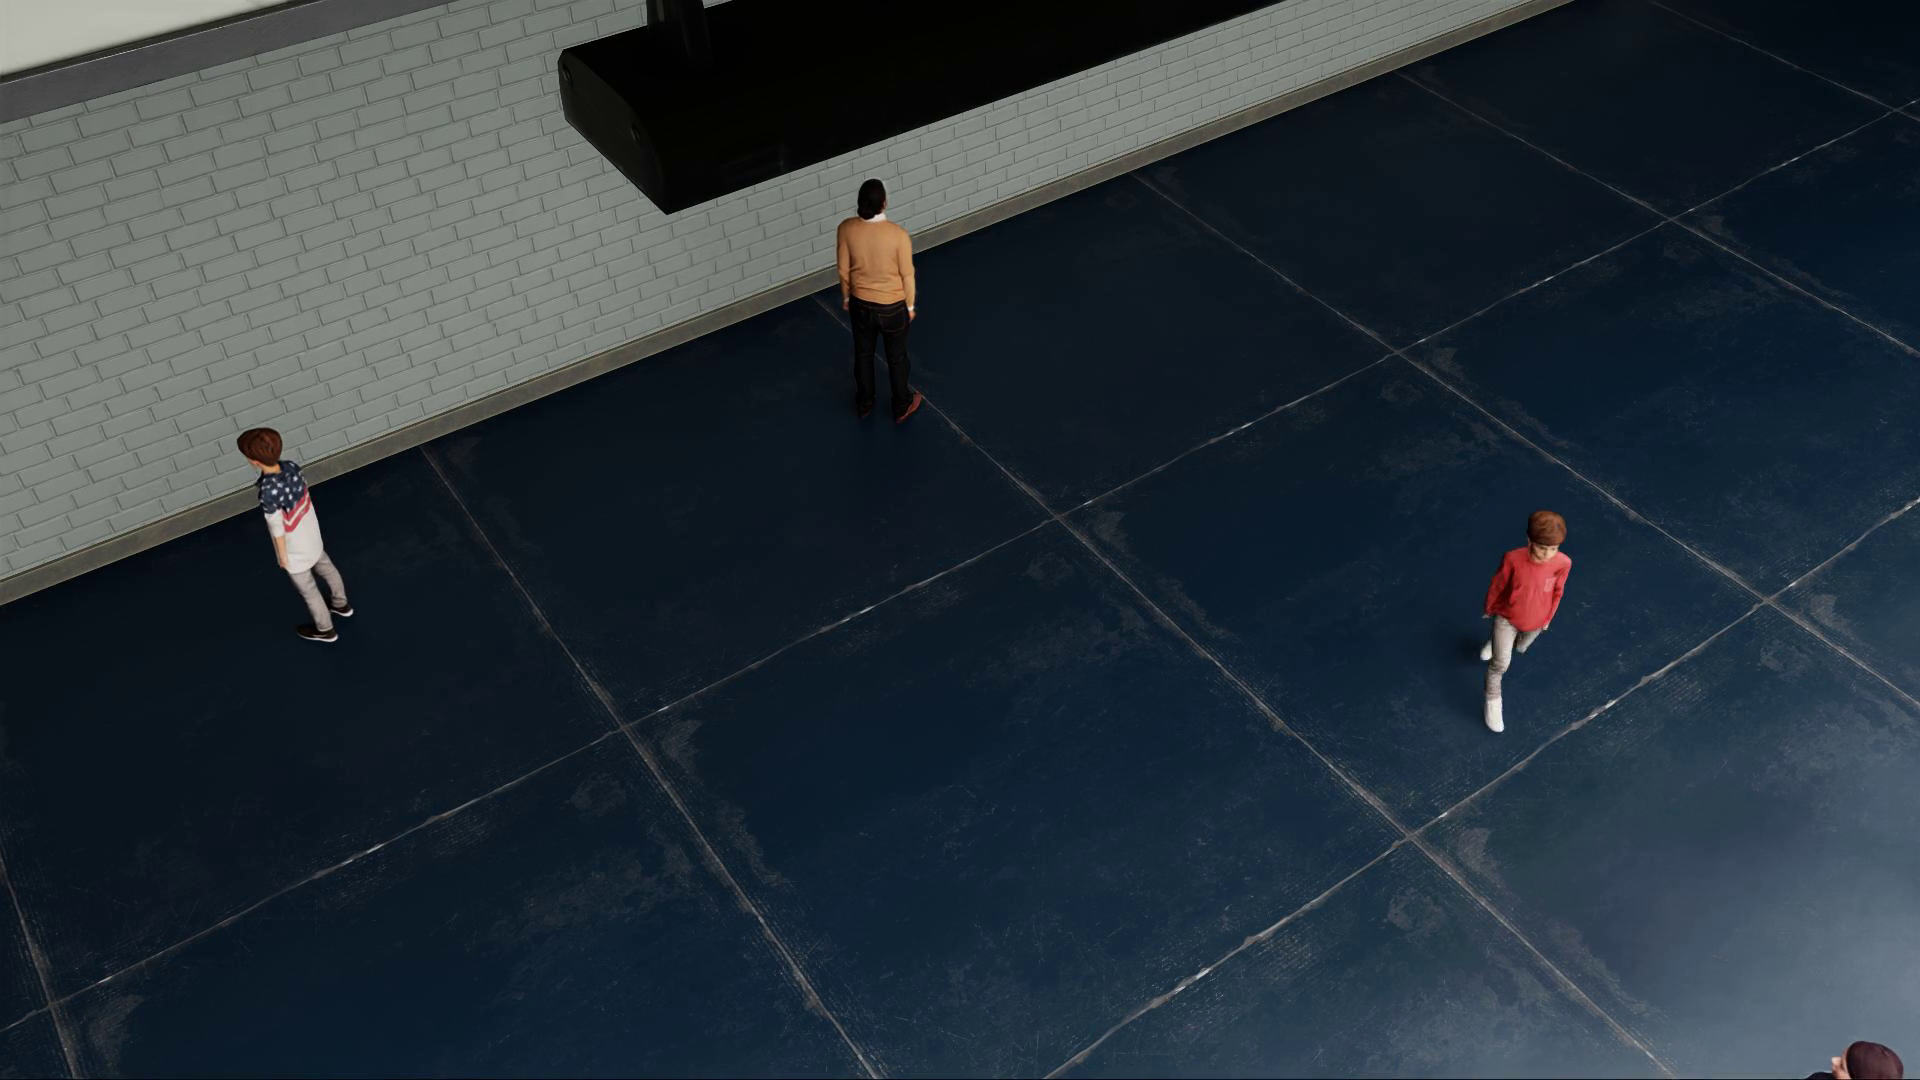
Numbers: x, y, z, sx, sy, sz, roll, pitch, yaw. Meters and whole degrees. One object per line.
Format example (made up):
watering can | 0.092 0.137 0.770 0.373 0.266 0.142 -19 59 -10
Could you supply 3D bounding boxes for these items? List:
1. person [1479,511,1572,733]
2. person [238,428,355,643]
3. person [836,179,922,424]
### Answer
person | 2.977 0.327 8.873 0.856 1.388 0.965 2 43 2
person | -3.684 -0.039 9.228 0.629 1.440 0.568 6 43 7
person | -0.519 -1.505 10.567 0.739 1.754 0.818 11 44 12
